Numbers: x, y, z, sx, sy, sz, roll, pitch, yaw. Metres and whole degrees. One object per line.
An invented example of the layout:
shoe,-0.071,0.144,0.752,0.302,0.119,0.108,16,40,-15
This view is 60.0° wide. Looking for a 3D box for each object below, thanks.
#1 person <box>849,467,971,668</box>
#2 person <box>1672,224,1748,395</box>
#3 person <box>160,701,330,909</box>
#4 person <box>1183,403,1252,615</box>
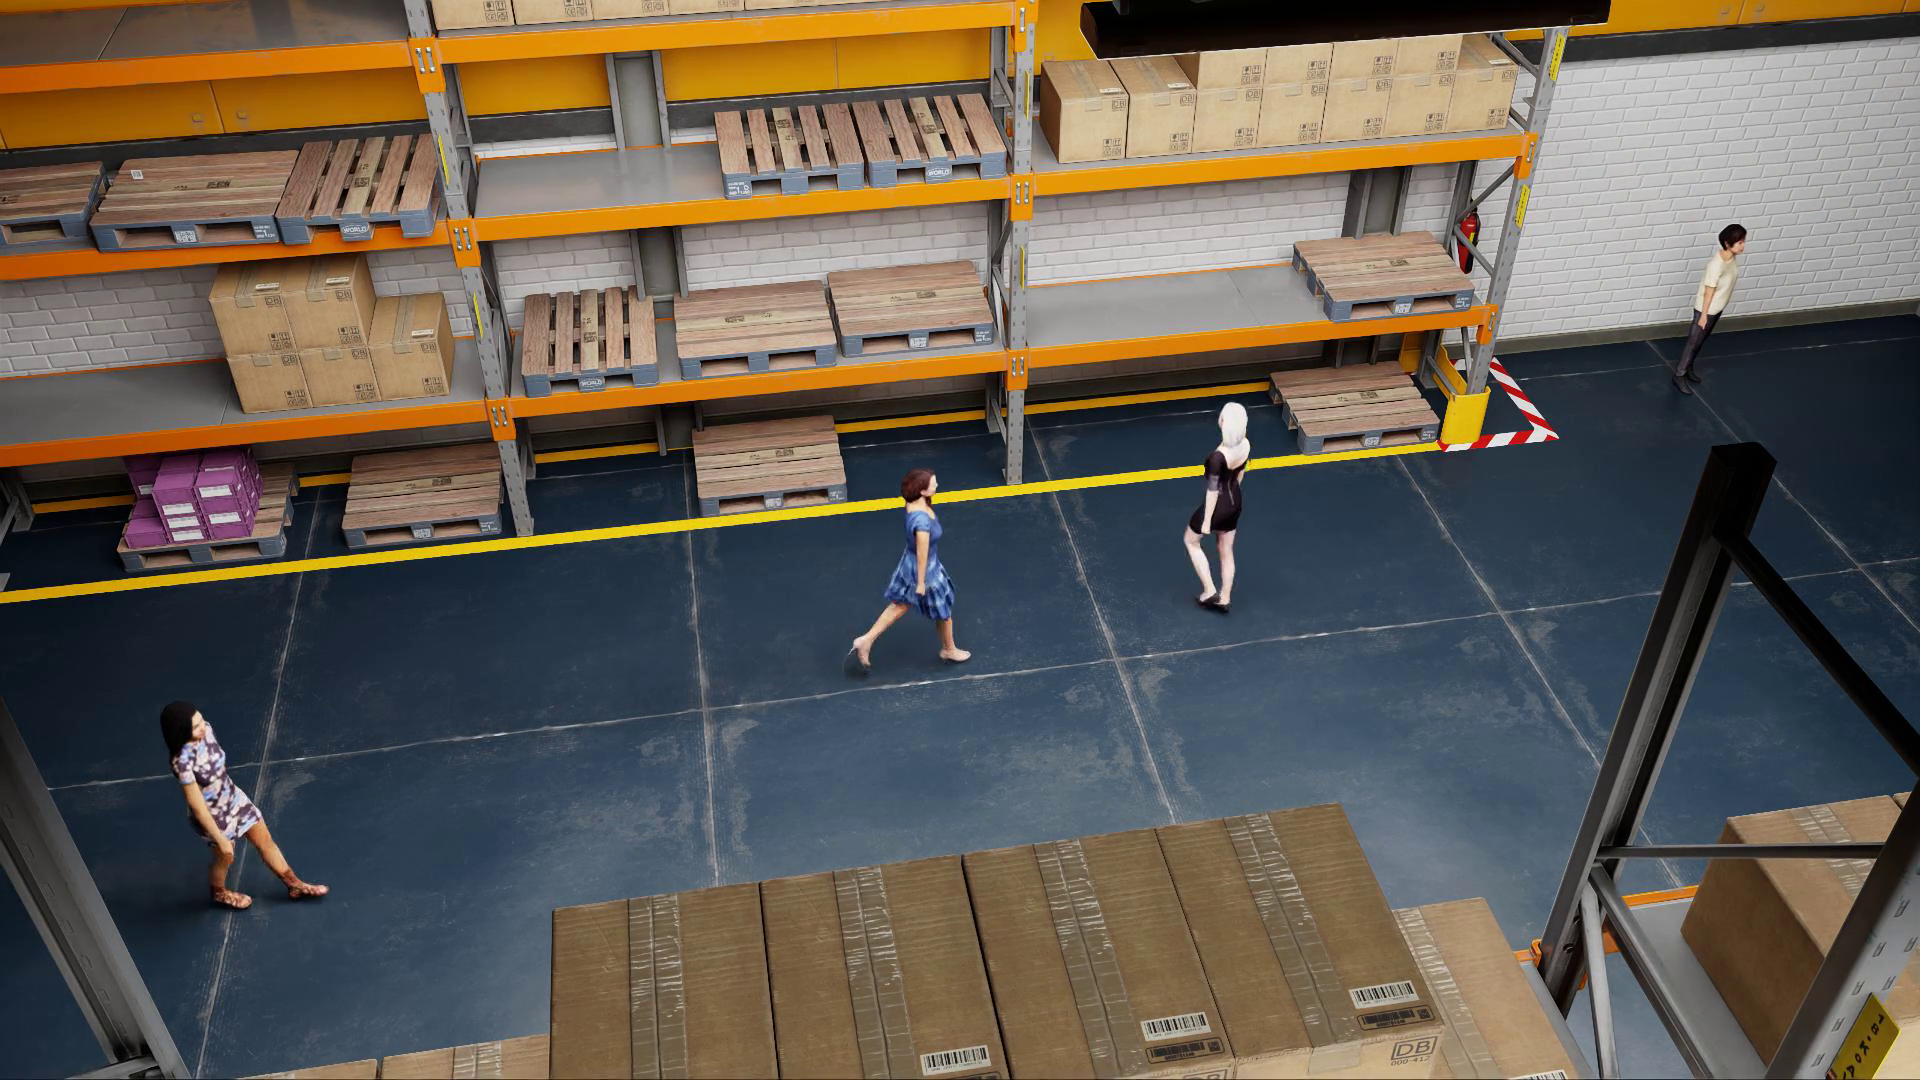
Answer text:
person,-0.348,0.249,11.547,1.154,1.775,0.739,-12,40,-14
person,6.568,-2.040,14.564,0.706,1.588,0.627,27,46,29
person,-4.466,1.620,9.885,1.016,1.707,0.762,1,39,2
person,1.957,-0.165,12.033,0.718,1.816,0.795,-29,47,-32
